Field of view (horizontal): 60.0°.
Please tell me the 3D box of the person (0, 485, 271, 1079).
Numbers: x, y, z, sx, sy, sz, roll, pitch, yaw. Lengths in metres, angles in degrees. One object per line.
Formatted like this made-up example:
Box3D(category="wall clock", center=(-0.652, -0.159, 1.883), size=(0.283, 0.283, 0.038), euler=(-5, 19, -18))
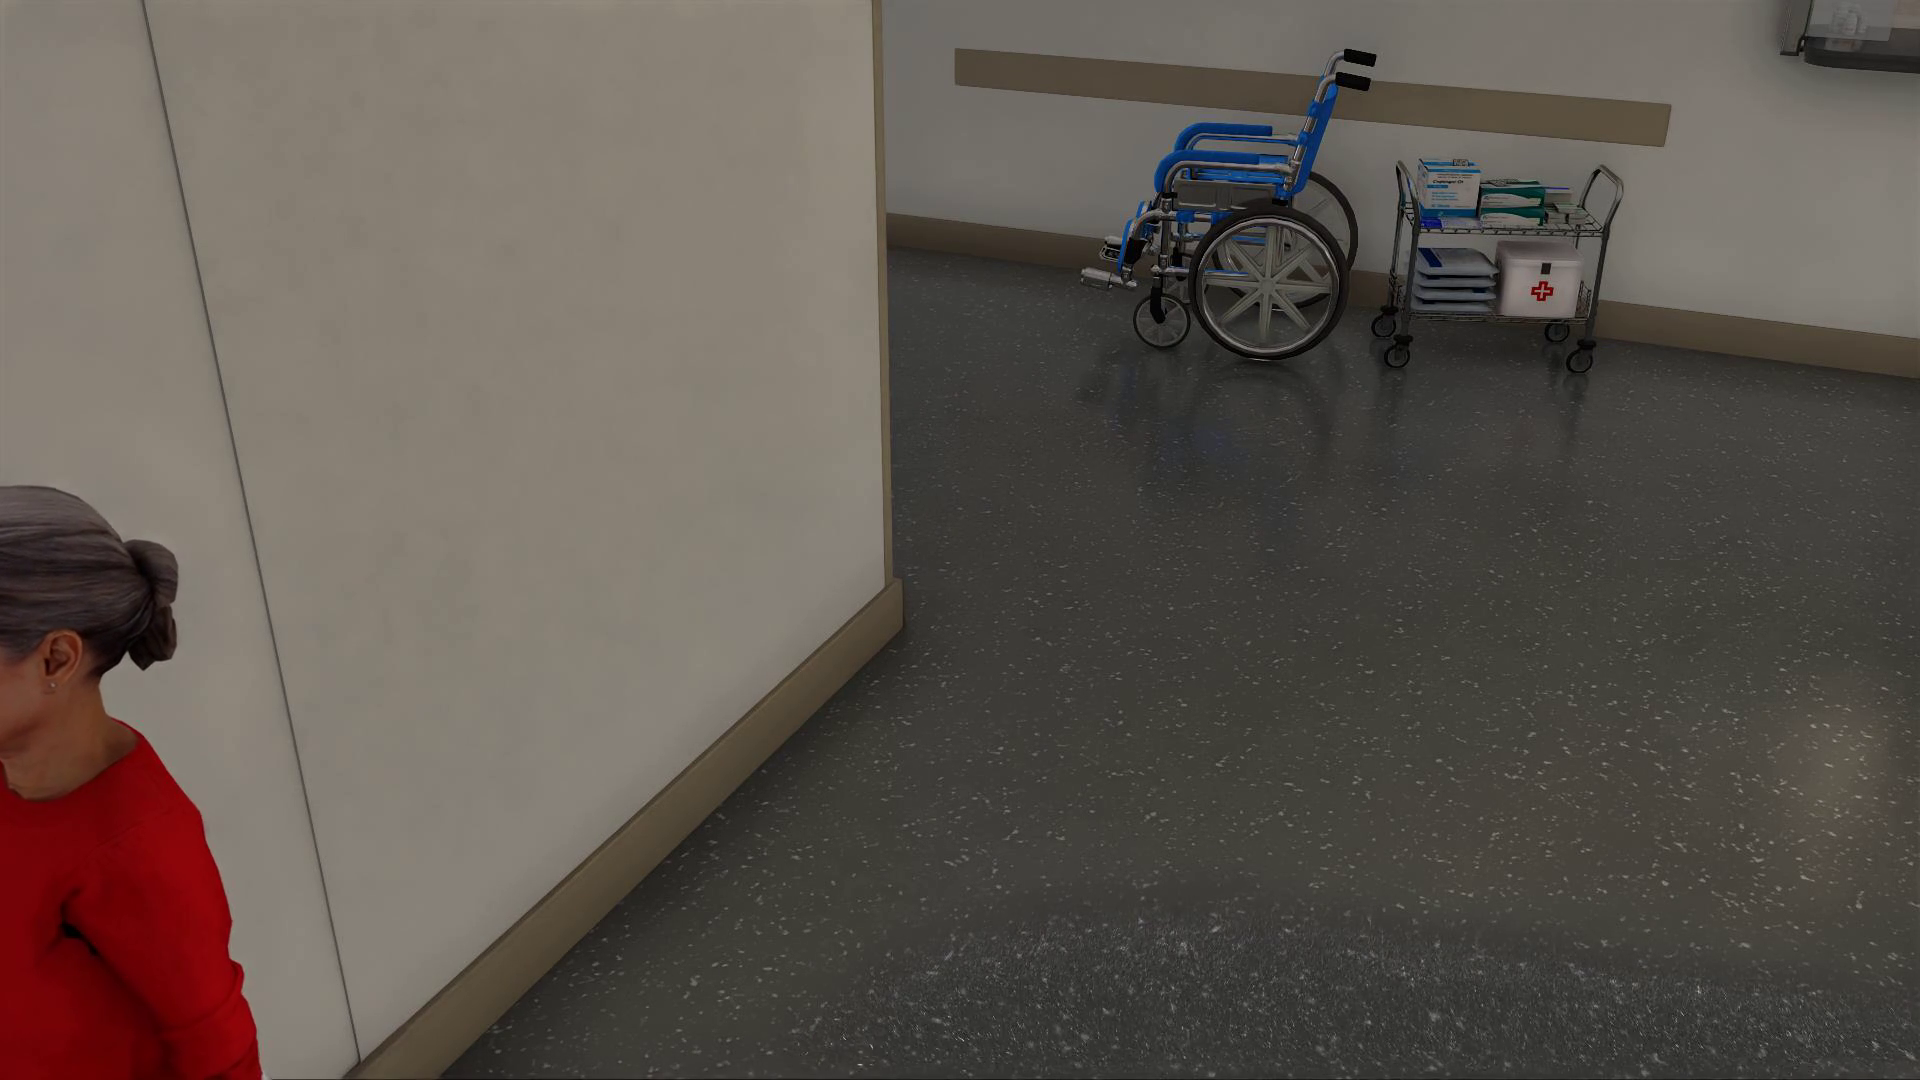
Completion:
Box3D(category="person", center=(-0.885, 0.720, 1.862), size=(0.594, 1.694, 0.588), euler=(17, 31, 32))
